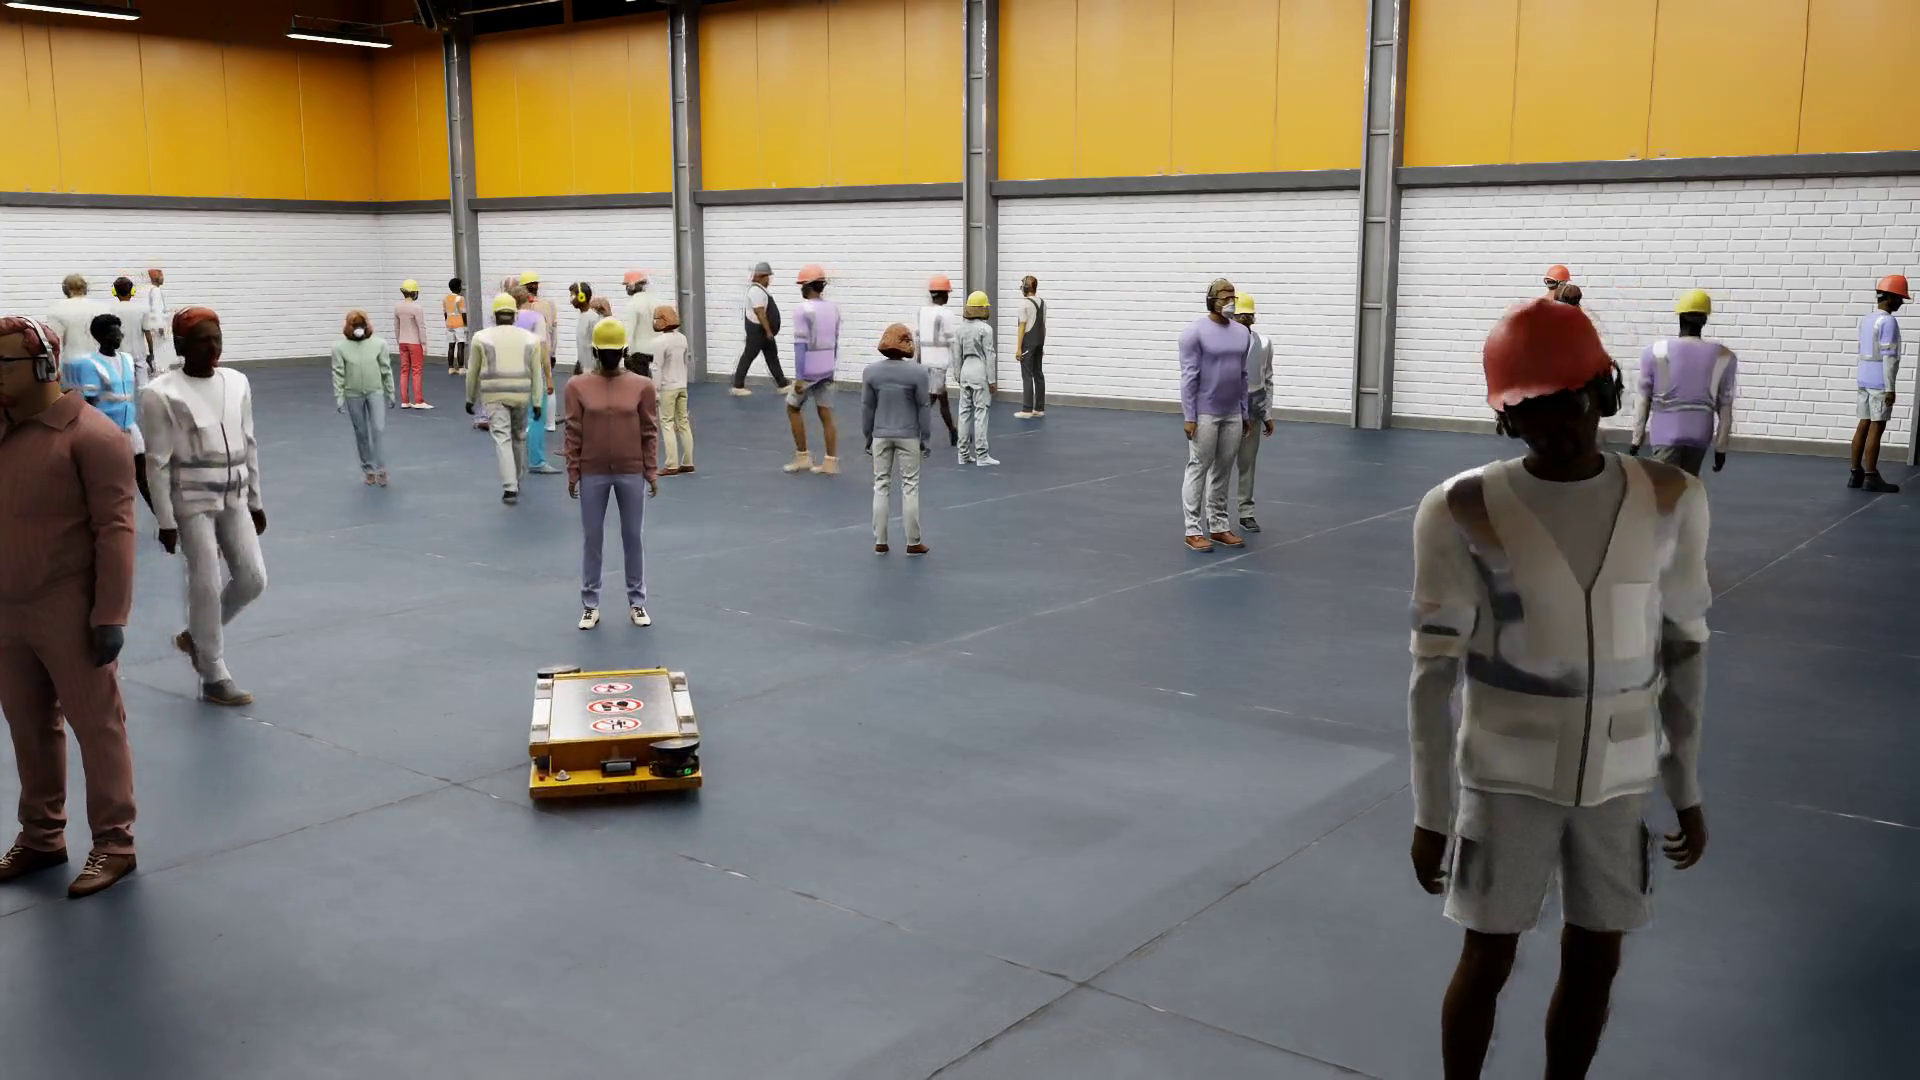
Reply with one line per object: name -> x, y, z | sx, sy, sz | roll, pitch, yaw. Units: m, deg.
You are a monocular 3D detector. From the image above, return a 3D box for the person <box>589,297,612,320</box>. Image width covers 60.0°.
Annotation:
person -> -3.943, -1.863, 18.427 | 0.308, 1.638, 0.511 | 0, 10, -2

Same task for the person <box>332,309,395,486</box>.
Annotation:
person -> -5.396, -1.276, 15.070 | 0.531, 1.602, 0.705 | -4, 10, -20

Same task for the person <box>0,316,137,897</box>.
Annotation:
person -> -3.031, 0.223, 5.501 | 0.639, 1.908, 0.409 | 3, 10, 17

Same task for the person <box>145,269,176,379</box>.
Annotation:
person -> -13.314, -3.586, 27.773 | 0.500, 1.869, 0.611 | -8, 12, -38

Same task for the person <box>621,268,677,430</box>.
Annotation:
person -> -3.700, -2.239, 19.716 | 0.966, 1.950, 0.650 | 2, 10, 13

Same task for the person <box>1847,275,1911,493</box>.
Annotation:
person -> 8.210, -1.391, 14.833 | 0.370, 1.928, 0.543 | 1, 10, 4

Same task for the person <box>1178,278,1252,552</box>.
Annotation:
person -> 1.834, -0.890, 11.886 | 0.627, 1.940, 0.373 | -7, 12, -34

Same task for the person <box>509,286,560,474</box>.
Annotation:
person -> -4.180, -1.524, 15.978 | 0.675, 1.808, 0.383 | 8, 13, 41

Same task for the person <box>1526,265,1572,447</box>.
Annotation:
person -> 6.448, -1.989, 18.117 | 0.384, 1.993, 0.623 | -7, 12, -35

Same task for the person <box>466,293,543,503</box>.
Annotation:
person -> -3.915, -1.224, 14.305 | 0.604, 1.783, 0.949 | -6, 11, -30

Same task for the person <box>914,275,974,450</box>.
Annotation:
person -> -0.231, -1.916, 18.019 | 0.987, 1.885, 0.566 | -8, 13, -40

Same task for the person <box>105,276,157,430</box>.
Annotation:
person -> -9.283, -2.008, 18.615 | 0.507, 1.865, 0.329 | -5, 11, -26

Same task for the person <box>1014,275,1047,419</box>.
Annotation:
person -> 0.920, -2.486, 21.473 | 0.332, 1.842, 0.505 | 8, 13, 40

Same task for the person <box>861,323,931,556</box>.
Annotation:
person -> -0.442, -0.701, 11.671 | 0.503, 1.631, 0.282 | 3, 10, 17

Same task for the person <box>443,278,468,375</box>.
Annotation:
person -> -8.812, -3.731, 29.126 | 0.541, 1.695, 0.316 | 6, 12, 32

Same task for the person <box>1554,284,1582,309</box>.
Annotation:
person -> 5.459, -1.397, 15.124 | 0.429, 1.840, 0.632 | 7, 12, 34

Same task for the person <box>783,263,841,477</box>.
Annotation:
person -> -1.440, -1.607, 15.832 | 0.720, 2.016, 0.636 | 8, 12, 38

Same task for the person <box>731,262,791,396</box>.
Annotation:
person -> -2.964, -3.171, 24.864 | 1.026, 2.000, 0.686 | 1, 10, 4

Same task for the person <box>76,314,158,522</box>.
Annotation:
person -> -6.324, -0.866, 12.554 | 0.842, 1.656, 0.550 | 3, 10, 19

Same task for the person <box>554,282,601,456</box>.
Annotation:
person -> -3.855, -1.809, 17.571 | 0.859, 1.837, 0.517 | -4, 10, -21

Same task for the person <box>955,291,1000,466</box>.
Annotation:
person -> 0.173, -1.618, 16.687 | 0.493, 1.743, 0.297 | 9, 13, 41

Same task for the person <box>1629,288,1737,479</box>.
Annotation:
person -> 4.684, -0.675, 10.753 | 0.591, 1.902, 0.831 | 1, 10, 7

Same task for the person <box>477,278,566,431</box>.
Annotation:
person -> -5.329, -2.216, 19.937 | 1.071, 1.837, 0.641 | -3, 10, -19

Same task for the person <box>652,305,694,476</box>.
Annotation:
person -> -2.763, -1.417, 15.873 | 0.282, 1.628, 0.506 | 5, 11, 27

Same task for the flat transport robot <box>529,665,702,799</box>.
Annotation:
flat transport robot -> -1.469, 0.774, 7.045 | 0.652, 0.197, 1.431 | -2, 10, -12

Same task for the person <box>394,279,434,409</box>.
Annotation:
person -> -7.472, -2.663, 22.709 | 0.534, 1.767, 0.313 | 5, 11, 29

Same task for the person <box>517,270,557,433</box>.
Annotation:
person -> -5.020, -2.212, 19.629 | 0.371, 1.923, 0.586 | 8, 13, 40

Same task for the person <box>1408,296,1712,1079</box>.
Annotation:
person -> 1.265, 0.512, 3.558 | 0.645, 2.019, 0.398 | 0, 10, -1

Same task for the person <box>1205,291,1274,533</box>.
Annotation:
person -> 2.103, -0.965, 12.620 | 0.588, 1.835, 0.403 | -1, 10, -7

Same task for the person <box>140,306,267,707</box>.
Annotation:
person -> -3.552, -0.157, 7.799 | 0.484, 1.871, 0.596 | 5, 11, 26

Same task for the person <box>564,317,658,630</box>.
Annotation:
person -> -1.961, -0.372, 9.389 | 0.522, 1.763, 0.320 | -2, 10, -13

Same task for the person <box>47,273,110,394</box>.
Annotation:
person -> -9.131, -1.795, 17.234 | 0.890, 1.904, 0.659 | 9, 13, 42
